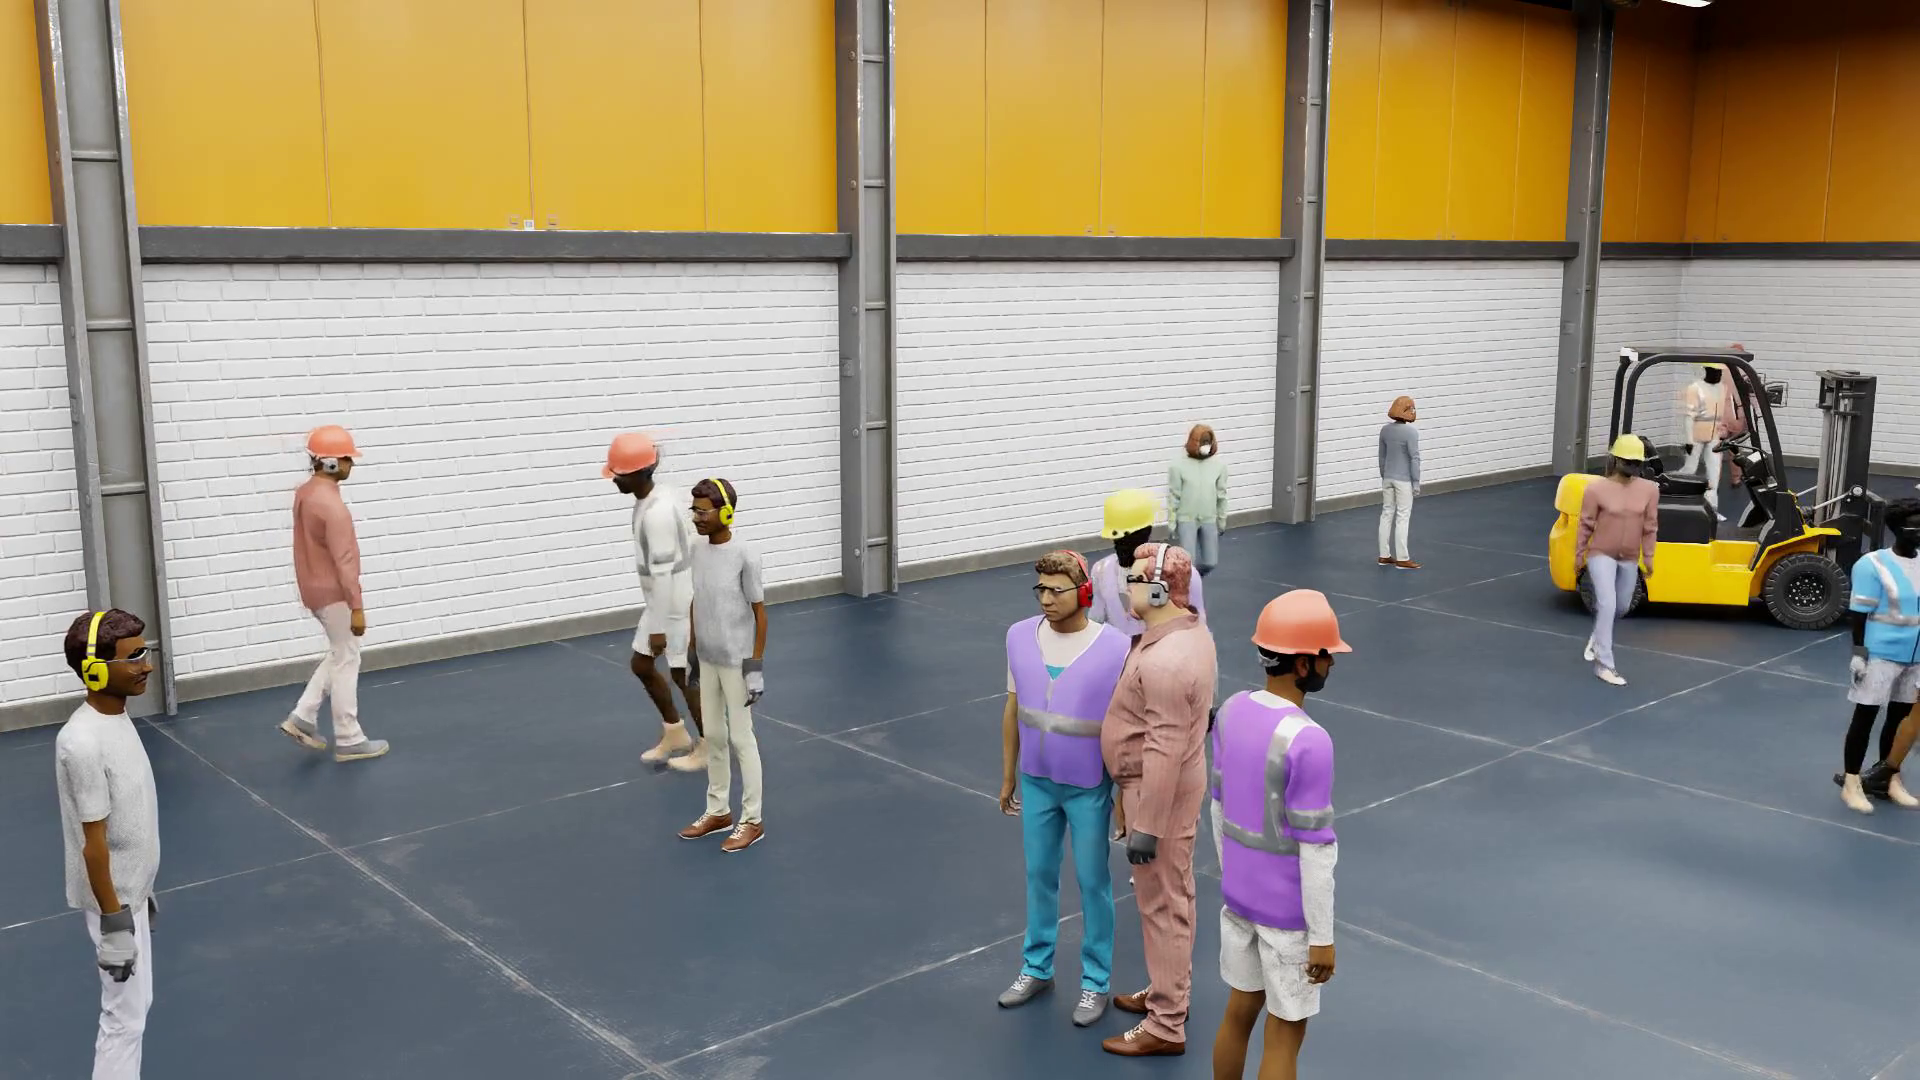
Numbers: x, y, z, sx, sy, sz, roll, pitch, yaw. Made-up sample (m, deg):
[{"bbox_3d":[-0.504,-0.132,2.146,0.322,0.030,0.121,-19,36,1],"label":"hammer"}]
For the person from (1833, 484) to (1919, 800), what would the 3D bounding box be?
[{"bbox_3d":[5.161,0.481,8.912,0.885,1.899,0.571,4,11,24],"label":"person"}]

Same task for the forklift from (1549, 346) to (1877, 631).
[{"bbox_3d":[6.109,-0.478,13.691,2.313,2.155,1.214,3,10,16],"label":"forklift"}]

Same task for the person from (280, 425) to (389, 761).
[{"bbox_3d":[-3.626,0.321,9.614,0.464,1.982,0.649,-8,12,-38],"label":"person"}]

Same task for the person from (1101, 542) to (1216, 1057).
[{"bbox_3d":[0.722,0.952,6.162,0.409,1.908,0.641,2,10,14],"label":"person"}]

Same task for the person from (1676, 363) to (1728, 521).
[{"bbox_3d":[8.320,-1.190,18.750,0.594,1.899,0.834,-4,10,-20],"label":"person"}]

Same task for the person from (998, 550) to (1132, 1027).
[{"bbox_3d":[0.423,0.937,6.424,0.572,1.843,0.373,6,11,31],"label":"person"}]

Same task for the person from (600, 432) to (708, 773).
[{"bbox_3d":[-1.666,0.371,9.346,0.684,1.980,0.647,-3,10,-19],"label":"person"}]

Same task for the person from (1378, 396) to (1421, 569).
[{"bbox_3d":[4.163,-0.549,15.738,0.279,1.634,0.498,-5,11,-28],"label":"person"}]

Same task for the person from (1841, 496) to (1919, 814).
[{"bbox_3d":[4.946,0.604,8.809,0.542,1.695,0.317,-2,10,-12],"label":"person"}]

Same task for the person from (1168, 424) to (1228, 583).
[{"bbox_3d":[1.901,-0.150,13.467,0.506,1.619,0.541,-2,10,-10],"label":"person"}]

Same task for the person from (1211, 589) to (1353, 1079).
[{"bbox_3d":[1.005,1.105,5.172,0.375,1.935,0.550,-4,10,-22],"label":"person"}]

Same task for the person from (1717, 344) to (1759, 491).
[{"bbox_3d":[9.682,-1.539,20.939,0.647,1.857,1.022,5,11,29],"label":"person"}]

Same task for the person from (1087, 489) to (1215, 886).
[{"bbox_3d":[0.850,0.695,7.684,0.530,1.894,0.621,-9,13,-43],"label":"person"}]

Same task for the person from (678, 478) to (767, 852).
[{"bbox_3d":[-1.176,0.614,8.267,0.535,1.861,0.309,8,13,39],"label":"person"}]

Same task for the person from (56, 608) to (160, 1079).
[{"bbox_3d":[-2.610,1.131,5.218,0.319,1.870,0.532,-3,10,-19],"label":"person"}]

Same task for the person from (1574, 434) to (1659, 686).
[{"bbox_3d":[4.556,0.094,11.669,0.528,1.735,0.750,-1,10,-4],"label":"person"}]
